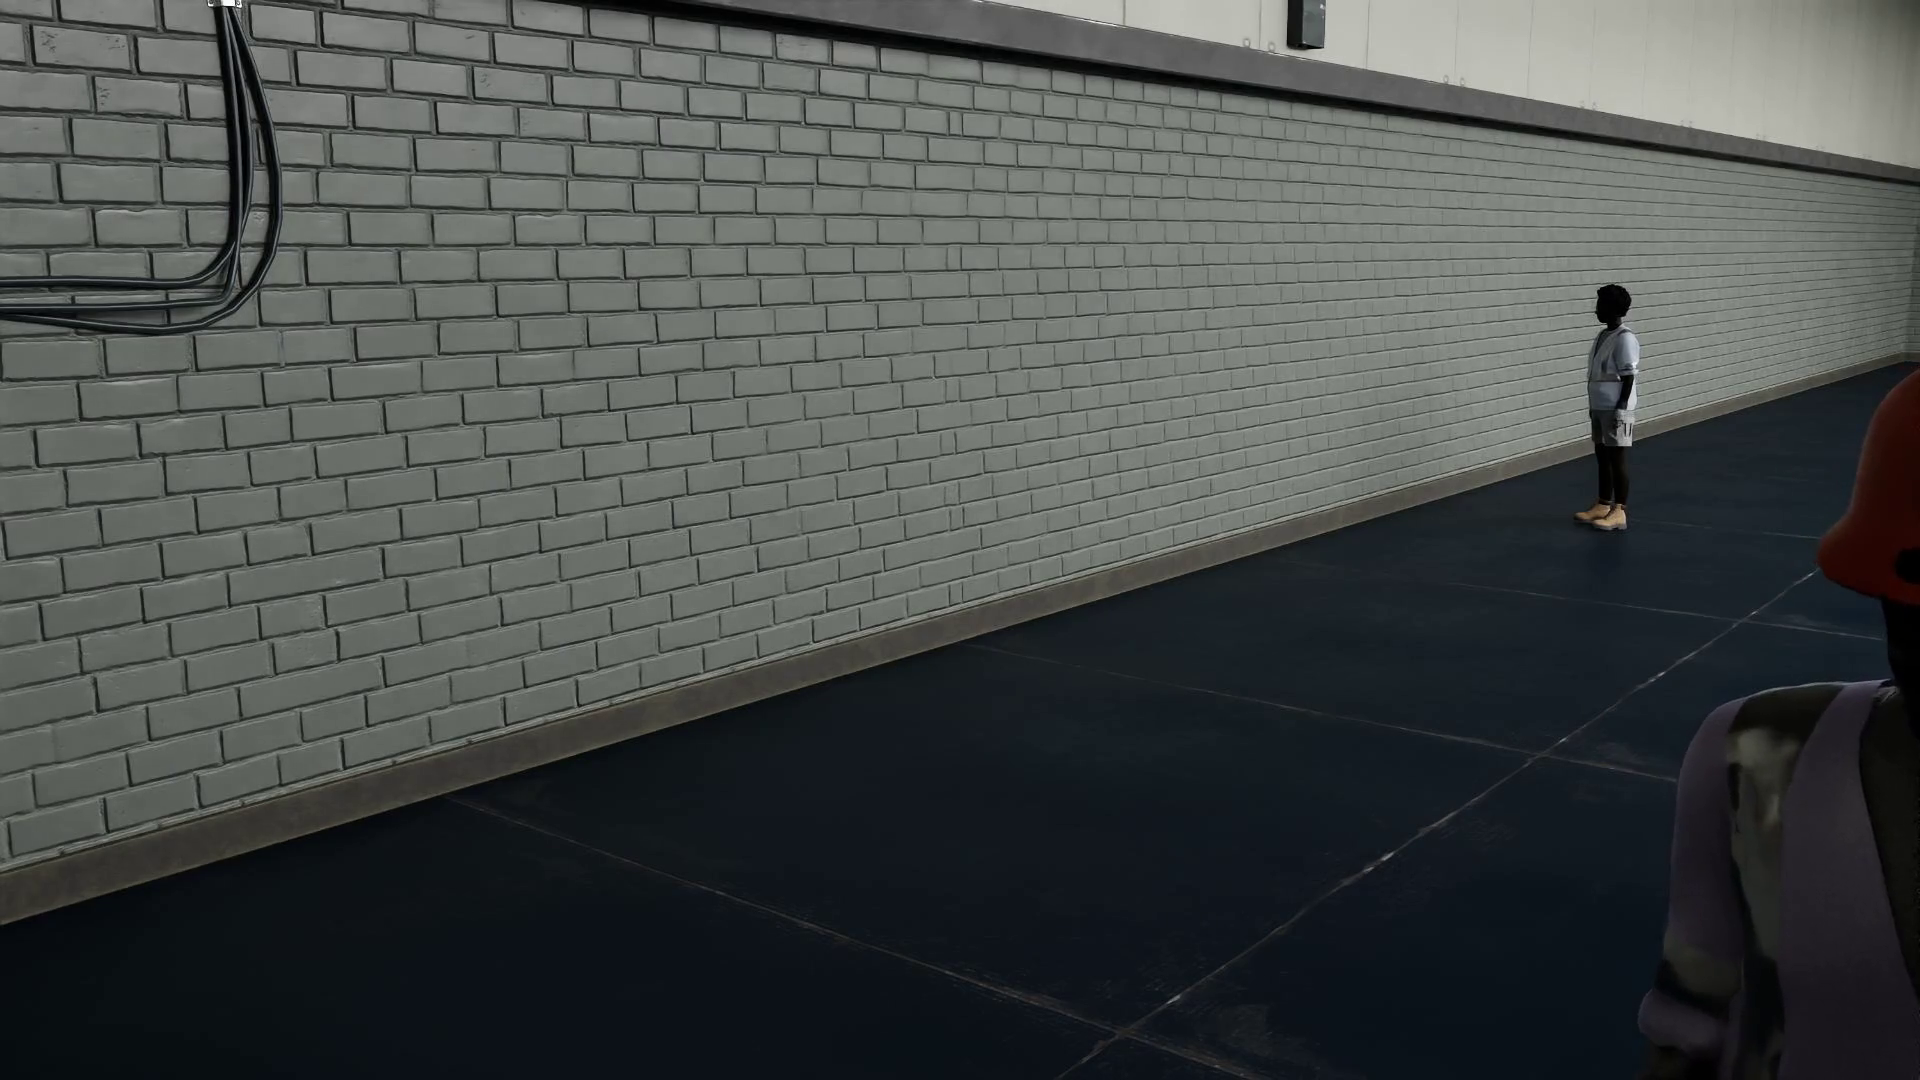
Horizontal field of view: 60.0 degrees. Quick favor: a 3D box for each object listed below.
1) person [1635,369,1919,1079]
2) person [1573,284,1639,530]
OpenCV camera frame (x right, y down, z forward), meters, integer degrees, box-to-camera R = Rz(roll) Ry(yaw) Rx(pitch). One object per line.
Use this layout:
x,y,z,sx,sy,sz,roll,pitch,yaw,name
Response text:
0.862,0.779,1.498,0.543,1.932,0.376,9,13,40,person
4.529,-0.929,11.601,0.317,1.698,0.540,0,10,0,person
